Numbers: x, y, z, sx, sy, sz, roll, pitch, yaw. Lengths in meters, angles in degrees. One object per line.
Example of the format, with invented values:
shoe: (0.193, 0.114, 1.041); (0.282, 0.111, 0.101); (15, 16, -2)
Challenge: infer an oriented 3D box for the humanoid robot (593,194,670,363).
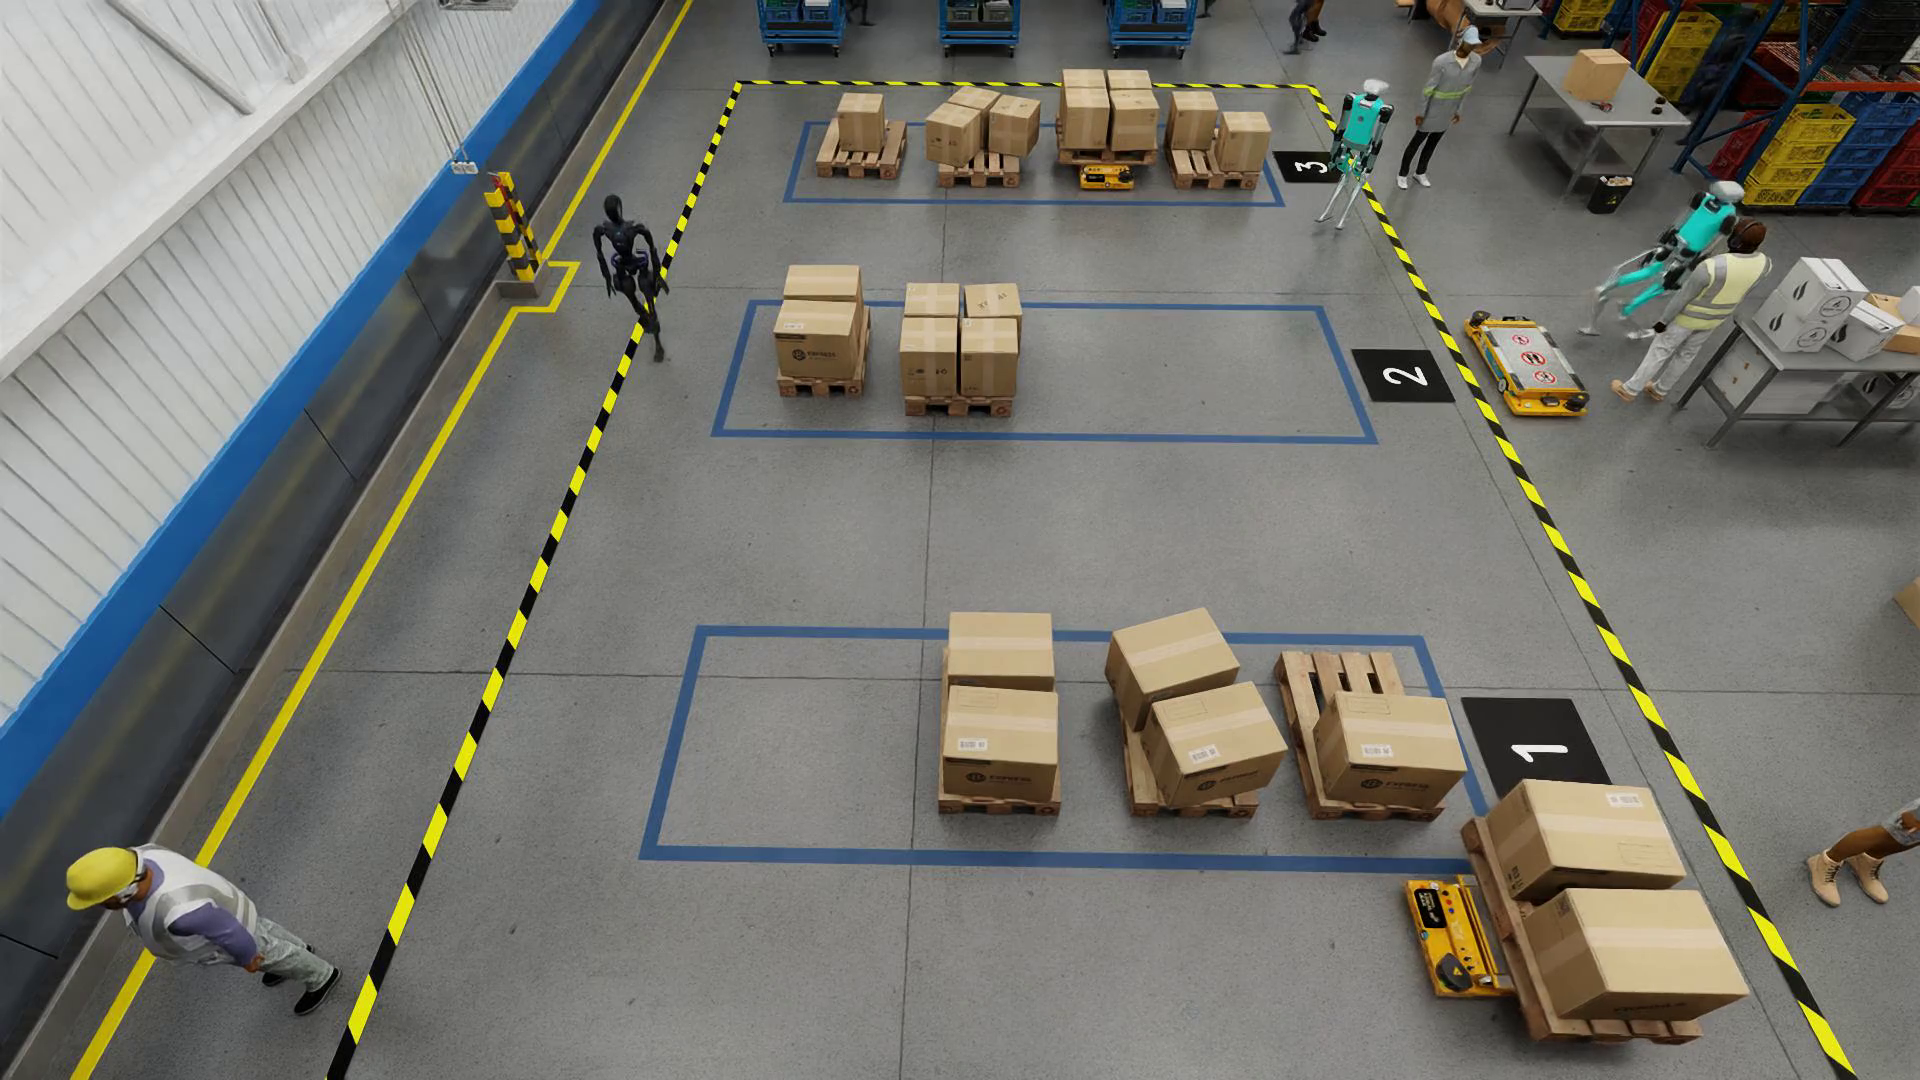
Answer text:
humanoid robot: (-3.153, -2.580, 8.865); (0.597, 1.629, 0.780); (-8, 50, -7)

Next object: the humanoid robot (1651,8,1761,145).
humanoid robot: (9.561, -5.891, 11.703); (0.592, 1.633, 0.608); (7, 49, 6)

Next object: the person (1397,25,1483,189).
person: (5.722, -5.122, 10.920); (0.589, 1.852, 0.368); (-7, 50, -6)

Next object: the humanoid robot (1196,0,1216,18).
humanoid robot: (4.091, -9.255, 14.617); (0.407, 1.645, 0.613); (-13, 50, -11)

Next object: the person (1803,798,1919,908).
person: (5.600, 1.495, 5.064); (0.607, 2.048, 0.365); (-2, 49, -1)

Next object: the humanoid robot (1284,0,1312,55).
humanoid robot: (5.146, -8.149, 13.655); (0.332, 1.649, 0.599); (10, 50, 9)

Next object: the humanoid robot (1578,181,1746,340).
humanoid robot: (6.591, -2.569, 8.823); (1.026, 1.761, 0.538); (-5, 49, -5)

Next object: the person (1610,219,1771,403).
person: (6.586, -2.008, 8.238); (0.622, 1.837, 0.429); (-3, 49, -3)

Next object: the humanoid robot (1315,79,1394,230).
humanoid robot: (4.465, -4.336, 10.226); (0.533, 1.677, 0.735); (34, 57, 26)

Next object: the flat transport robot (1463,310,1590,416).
flat transport robot: (5.573, -1.757, 9.054); (0.659, 0.231, 1.431); (1, 49, 1)

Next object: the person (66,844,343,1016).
person: (-3.867, 2.020, 4.750); (0.599, 1.829, 0.404); (26, 54, 21)

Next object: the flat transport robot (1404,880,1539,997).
flat transport robot: (3.496, 2.361, 5.471); (1.431, 0.197, 0.652); (1, 49, 1)

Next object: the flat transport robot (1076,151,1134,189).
flat transport robot: (1.845, -4.982, 11.827); (0.652, 0.197, 1.431); (1, 49, 1)

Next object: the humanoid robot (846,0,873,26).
humanoid robot: (-1.648, -8.960, 14.362); (0.468, 1.646, 0.603); (9, 50, 8)

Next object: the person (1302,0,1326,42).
person: (5.673, -8.702, 13.965); (0.372, 1.933, 0.544); (34, 57, 26)
